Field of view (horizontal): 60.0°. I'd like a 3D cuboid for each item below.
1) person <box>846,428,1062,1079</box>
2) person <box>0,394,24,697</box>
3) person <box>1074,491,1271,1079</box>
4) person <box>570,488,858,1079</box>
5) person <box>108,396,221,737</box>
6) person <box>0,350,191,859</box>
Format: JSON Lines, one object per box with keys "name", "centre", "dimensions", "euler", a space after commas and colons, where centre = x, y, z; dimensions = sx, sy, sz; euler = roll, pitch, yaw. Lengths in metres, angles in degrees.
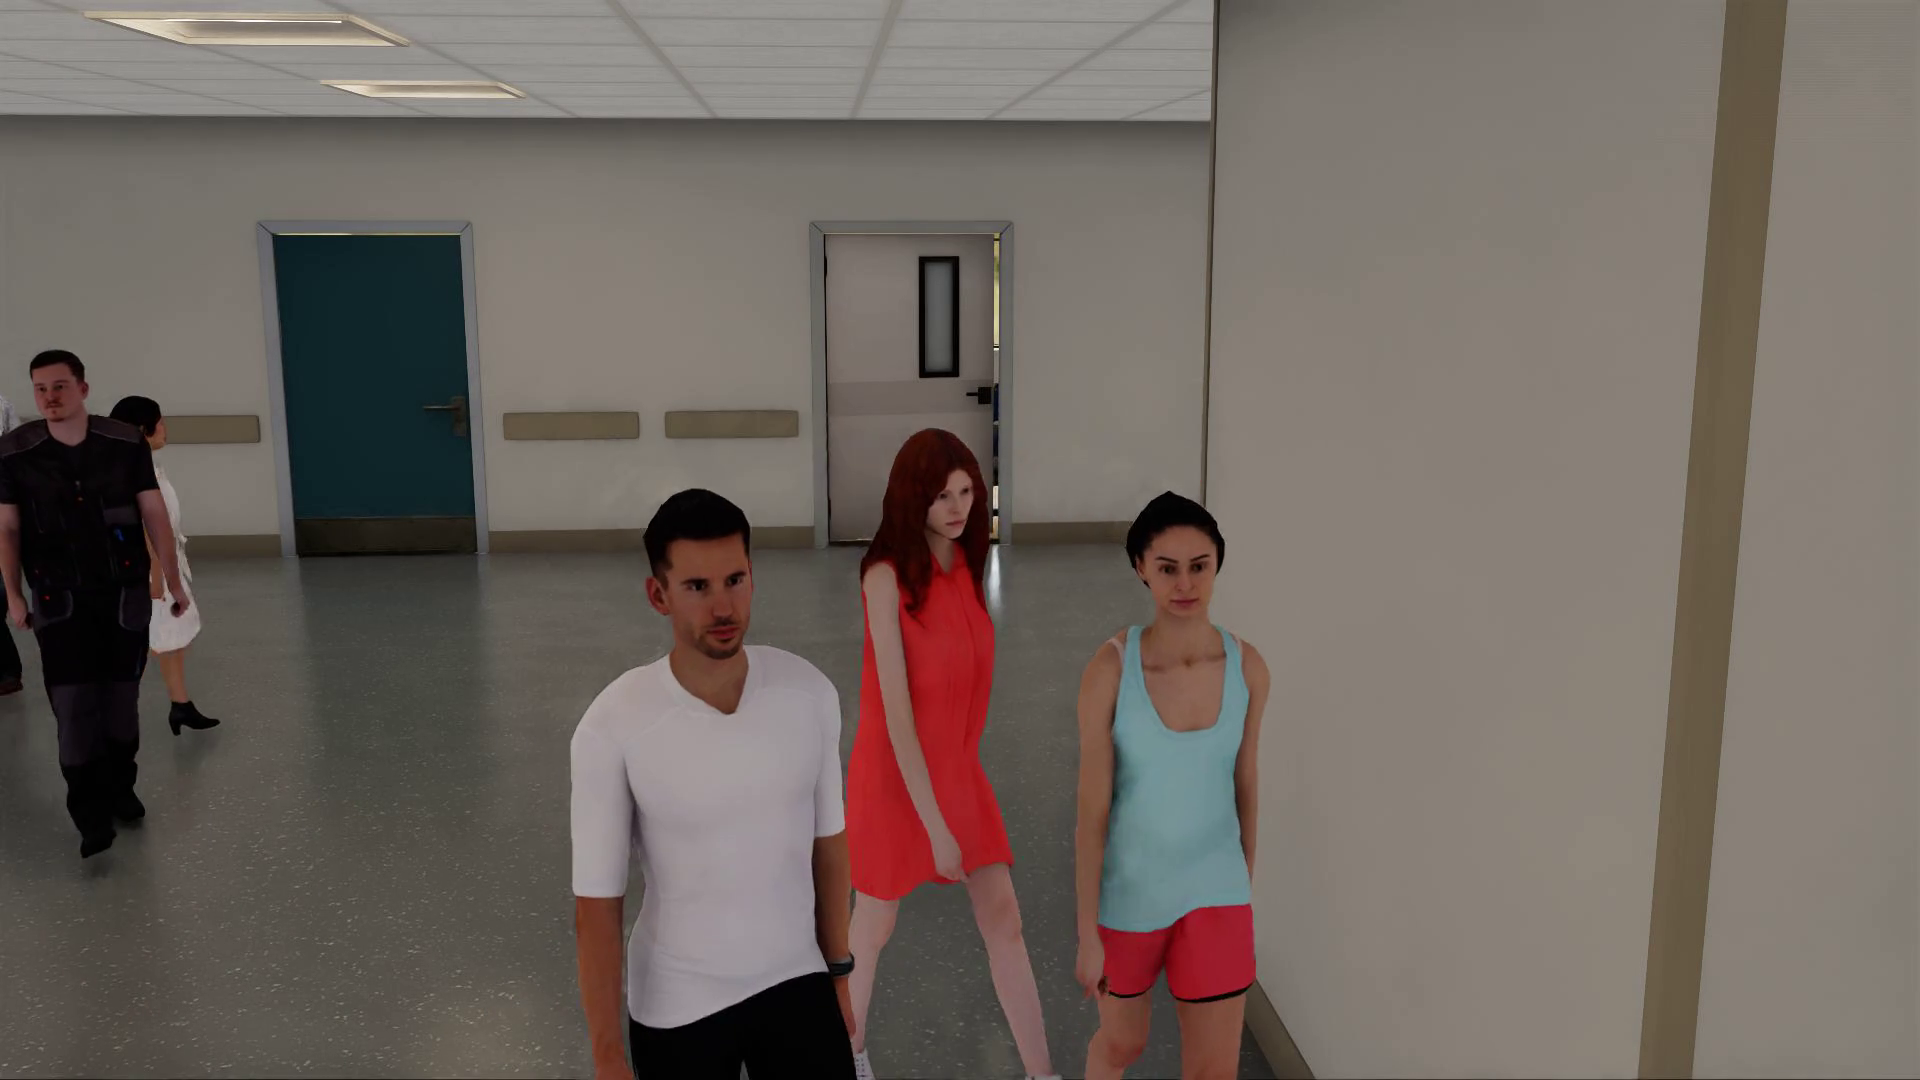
{"name": "person", "centre": [-0.179, 0.634, 4.079], "dimensions": [1.044, 1.793, 1.000], "euler": [9, 14, 40]}
{"name": "person", "centre": [-4.874, -0.131, 8.157], "dimensions": [1.181, 1.776, 1.137], "euler": [10, 14, 41]}
{"name": "person", "centre": [0.407, 0.771, 3.534], "dimensions": [1.094, 1.726, 0.668], "euler": [-2, 11, -10]}
{"name": "person", "centre": [-0.448, 0.808, 3.035], "dimensions": [0.772, 1.840, 0.864], "euler": [-5, 12, -25]}
{"name": "person", "centre": [-3.620, 0.160, 7.271], "dimensions": [0.979, 1.534, 0.845], "euler": [-9, 14, -40]}
{"name": "person", "centre": [-3.291, 0.205, 6.281], "dimensions": [1.085, 1.814, 1.083], "euler": [-8, 13, -36]}
